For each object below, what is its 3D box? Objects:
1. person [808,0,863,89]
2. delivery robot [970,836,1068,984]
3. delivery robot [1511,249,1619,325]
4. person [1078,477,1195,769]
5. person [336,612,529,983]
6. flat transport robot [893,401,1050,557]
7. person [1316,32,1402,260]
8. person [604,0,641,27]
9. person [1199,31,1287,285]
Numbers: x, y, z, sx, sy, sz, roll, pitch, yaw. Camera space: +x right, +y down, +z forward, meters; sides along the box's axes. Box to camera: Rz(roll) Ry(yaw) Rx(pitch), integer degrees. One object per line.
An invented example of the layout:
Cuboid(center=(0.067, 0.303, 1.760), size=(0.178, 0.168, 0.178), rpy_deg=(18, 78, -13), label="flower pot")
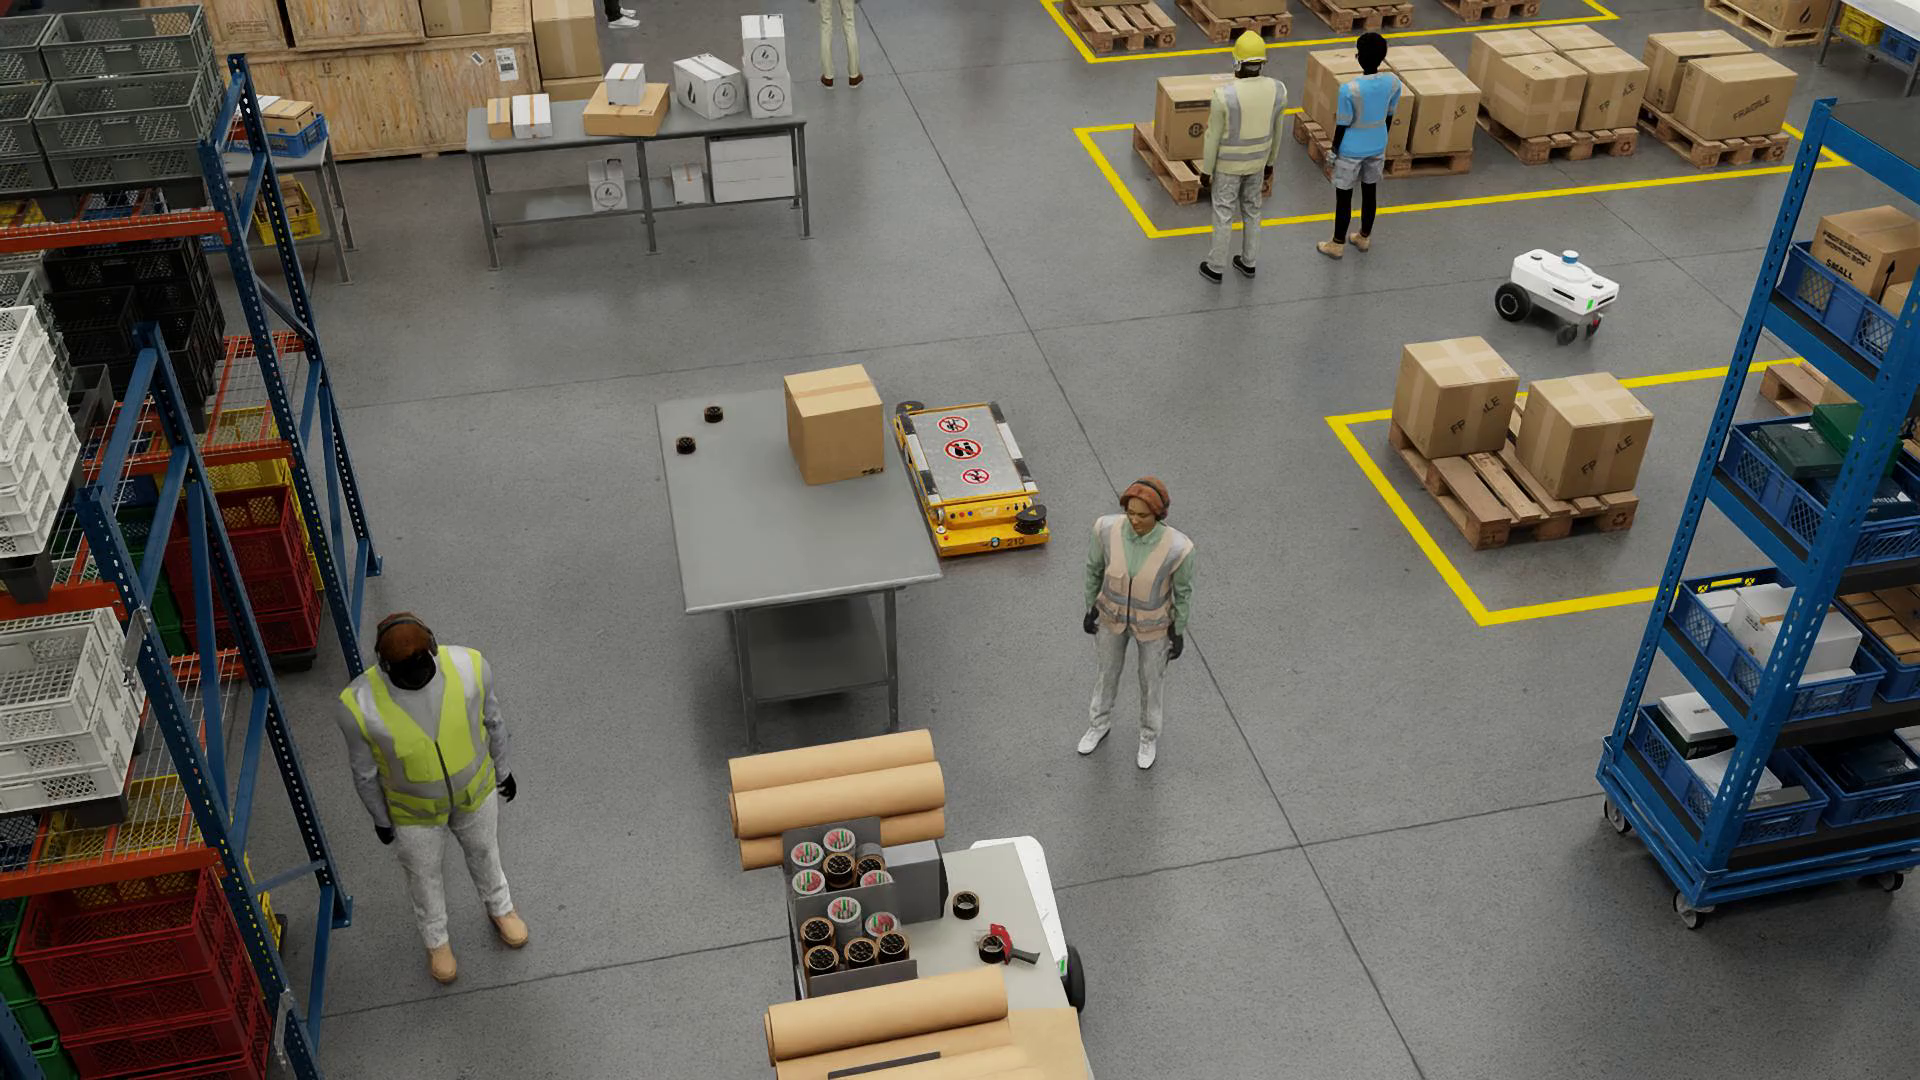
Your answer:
Cuboid(center=(-1.125, -4.985, 14.905), size=(0.526, 1.865, 0.315), rpy_deg=(-2, 37, -3), label="person")
Cuboid(center=(0.235, 1.591, 7.081), size=(0.477, 0.478, 0.707), rpy_deg=(-5, 37, -6), label="delivery robot")
Cuboid(center=(4.216, -1.784, 11.617), size=(0.477, 0.478, 0.707), rpy_deg=(-24, 43, -28), label="delivery robot")
Cuboid(center=(0.828, 0.389, 7.867), size=(0.513, 1.642, 0.313), rpy_deg=(14, 39, 18), label="person")
Cuboid(center=(-2.125, 1.037, 6.831), size=(0.624, 1.845, 0.430), rpy_deg=(-21, 41, -25), label="person")
Cuboid(center=(0.046, -0.430, 10.108), size=(0.652, 0.197, 1.431), rpy_deg=(-8, 37, -10), label="flat transport robot")
Cuboid(center=(2.934, -2.883, 12.221), size=(0.532, 1.694, 0.319), rpy_deg=(-16, 40, -20), label="person")
Cuboid(center=(-3.432, -5.980, 16.208), size=(0.397, 1.913, 0.595), rpy_deg=(-10, 38, -14), label="person")
Cuboid(center=(1.996, -2.720, 11.898), size=(0.598, 1.825, 0.404), rpy_deg=(-14, 39, -18), label="person")
